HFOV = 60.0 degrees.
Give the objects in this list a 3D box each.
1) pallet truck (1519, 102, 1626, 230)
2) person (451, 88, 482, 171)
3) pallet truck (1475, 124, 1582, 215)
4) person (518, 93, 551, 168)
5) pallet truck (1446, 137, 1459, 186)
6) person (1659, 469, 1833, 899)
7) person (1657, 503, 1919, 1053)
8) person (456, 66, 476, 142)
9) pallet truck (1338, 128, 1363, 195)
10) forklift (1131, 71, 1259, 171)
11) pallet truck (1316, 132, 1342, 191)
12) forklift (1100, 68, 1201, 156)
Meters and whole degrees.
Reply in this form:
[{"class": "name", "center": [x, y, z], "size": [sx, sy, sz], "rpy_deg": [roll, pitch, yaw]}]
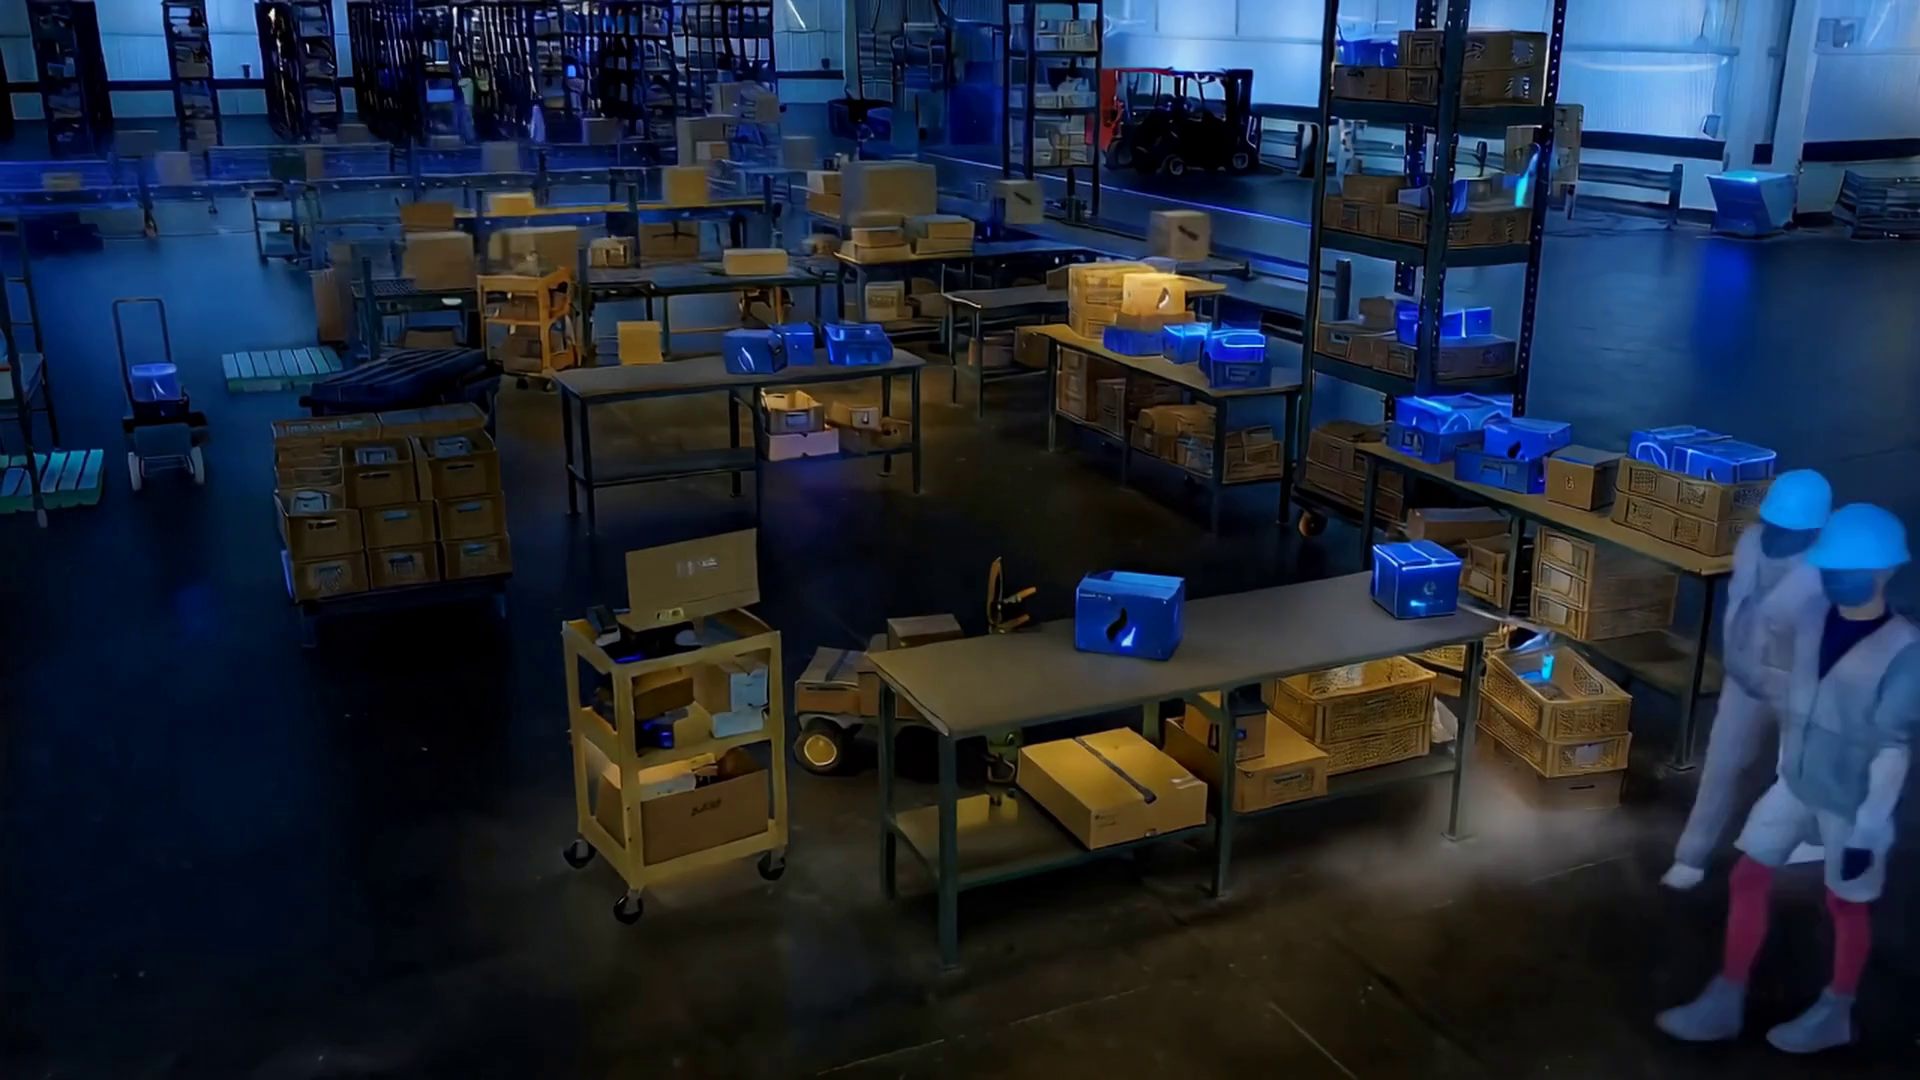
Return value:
[{"class": "pallet truck", "center": [9.972, -6.037, 26.785], "size": [1.885, 1.965, 0.823], "rpy_deg": [-9, 20, -25]}, {"class": "person", "center": [-10.505, -8.698, 35.480], "size": [0.922, 1.800, 0.587], "rpy_deg": [-4, 18, -12]}, {"class": "pallet truck", "center": [9.707, -6.455, 28.103], "size": [1.885, 1.965, 0.823], "rpy_deg": [-7, 19, -20]}, {"class": "person", "center": [-8.893, -8.487, 34.926], "size": [0.791, 1.738, 0.533], "rpy_deg": [-4, 18, -13]}, {"class": "pallet truck", "center": [9.184, -6.485, 29.328], "size": [1.630, 1.274, 0.653], "rpy_deg": [-8, 19, -23]}, {"class": "person", "center": [3.185, 0.537, 6.470], "size": [0.910, 1.766, 0.630], "rpy_deg": [-7, 19, -21]}, {"class": "person", "center": [2.684, 0.815, 5.329], "size": [0.780, 1.913, 0.571], "rpy_deg": [-5, 18, -14]}, {"class": "person", "center": [-13.255, -11.662, 44.511], "size": [0.616, 1.990, 0.393], "rpy_deg": [14, 23, 38]}, {"class": "pallet truck", "center": [7.845, -7.140, 31.411], "size": [1.522, 1.261, 0.704], "rpy_deg": [-9, 20, -25]}, {"class": "forklift", "center": [4.998, -8.936, 35.413], "size": [2.680, 1.987, 1.157], "rpy_deg": [-9, 20, -25]}, {"class": "pallet truck", "center": [7.723, -7.504, 32.656], "size": [1.601, 1.201, 0.680], "rpy_deg": [-8, 19, -23]}, {"class": "forklift", "center": [4.082, -9.564, 37.410], "size": [2.680, 1.987, 1.157], "rpy_deg": [-8, 19, -23]}]
